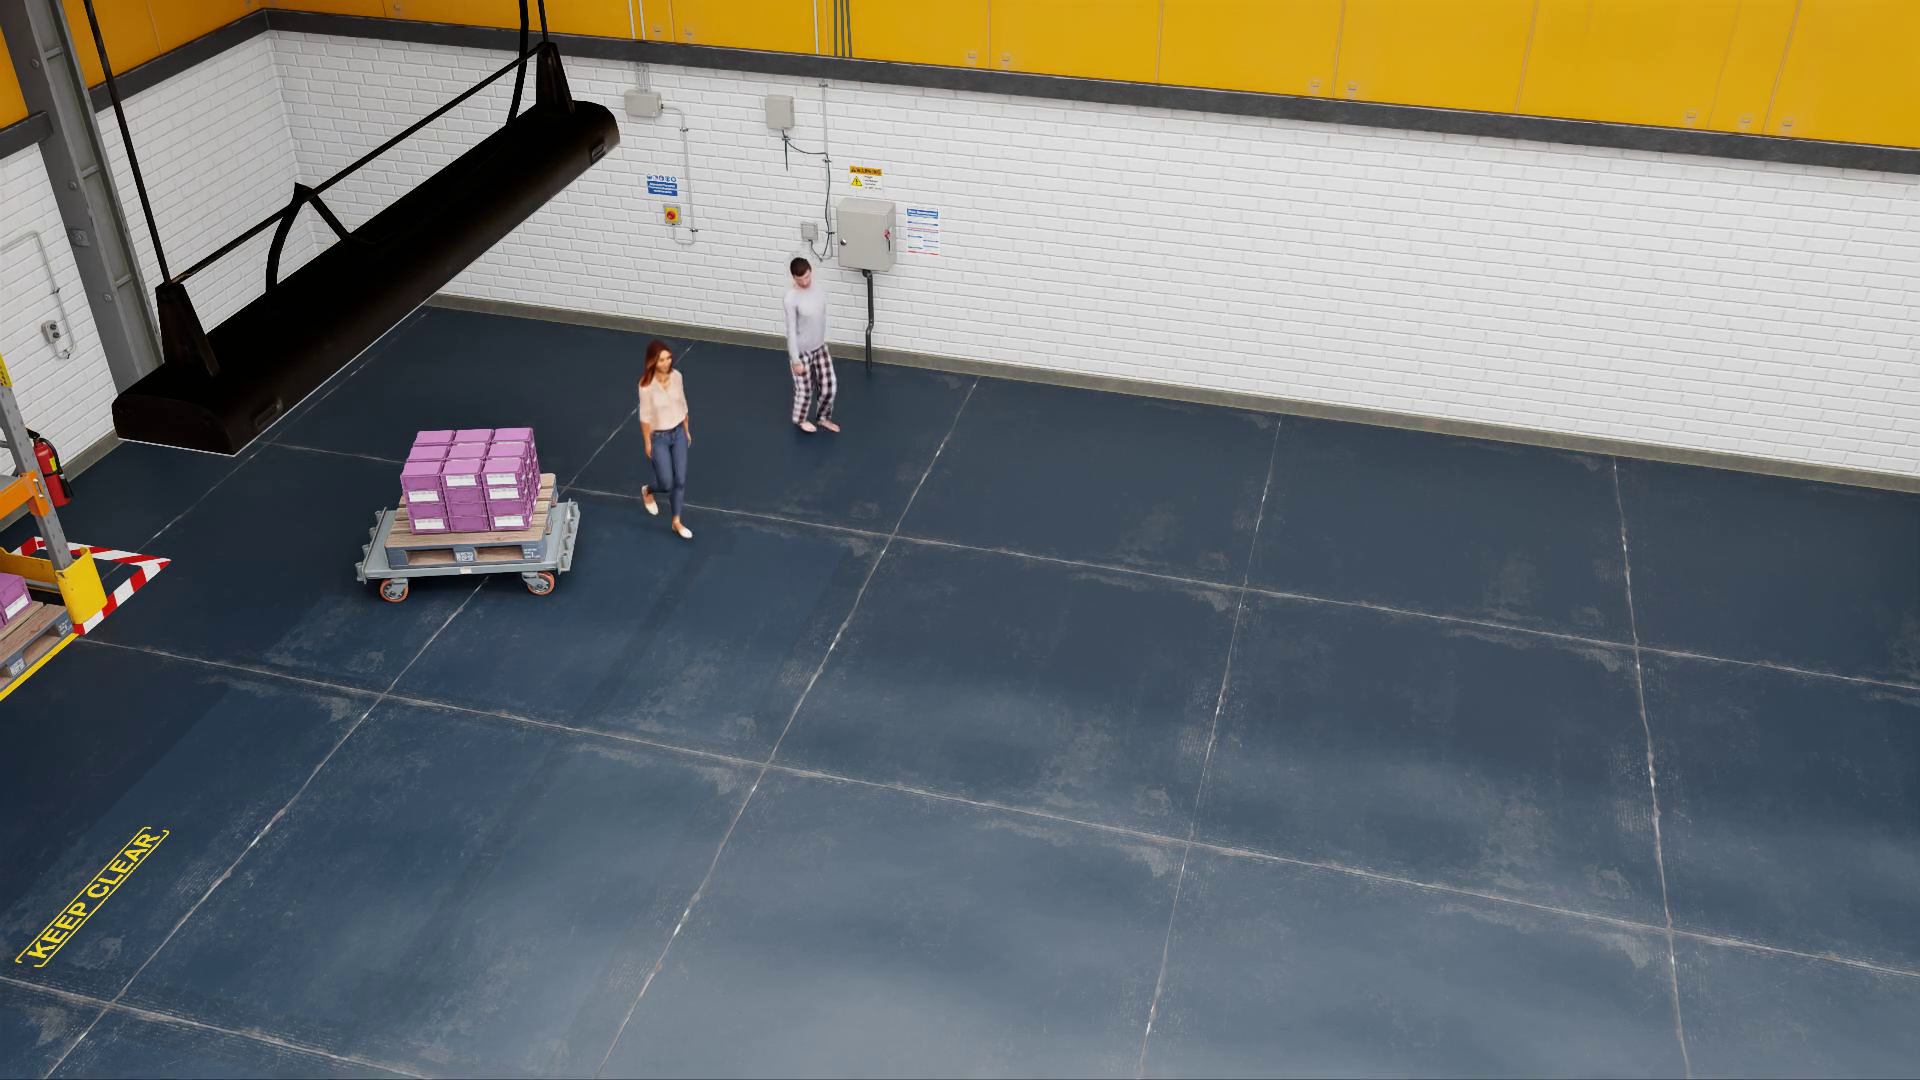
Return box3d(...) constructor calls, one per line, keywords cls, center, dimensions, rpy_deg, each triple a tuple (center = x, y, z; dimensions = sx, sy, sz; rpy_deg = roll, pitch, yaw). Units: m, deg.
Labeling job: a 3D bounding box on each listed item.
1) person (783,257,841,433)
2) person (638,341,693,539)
box3d(cls="person", center=(-1.397, -1.763, 14.976), dimensions=(0.884, 1.806, 0.831), rpy_deg=(24, 41, 32))
box3d(cls="person", center=(-2.454, -0.859, 13.645), dimensions=(0.872, 1.775, 0.883), rpy_deg=(-27, 42, -34))
